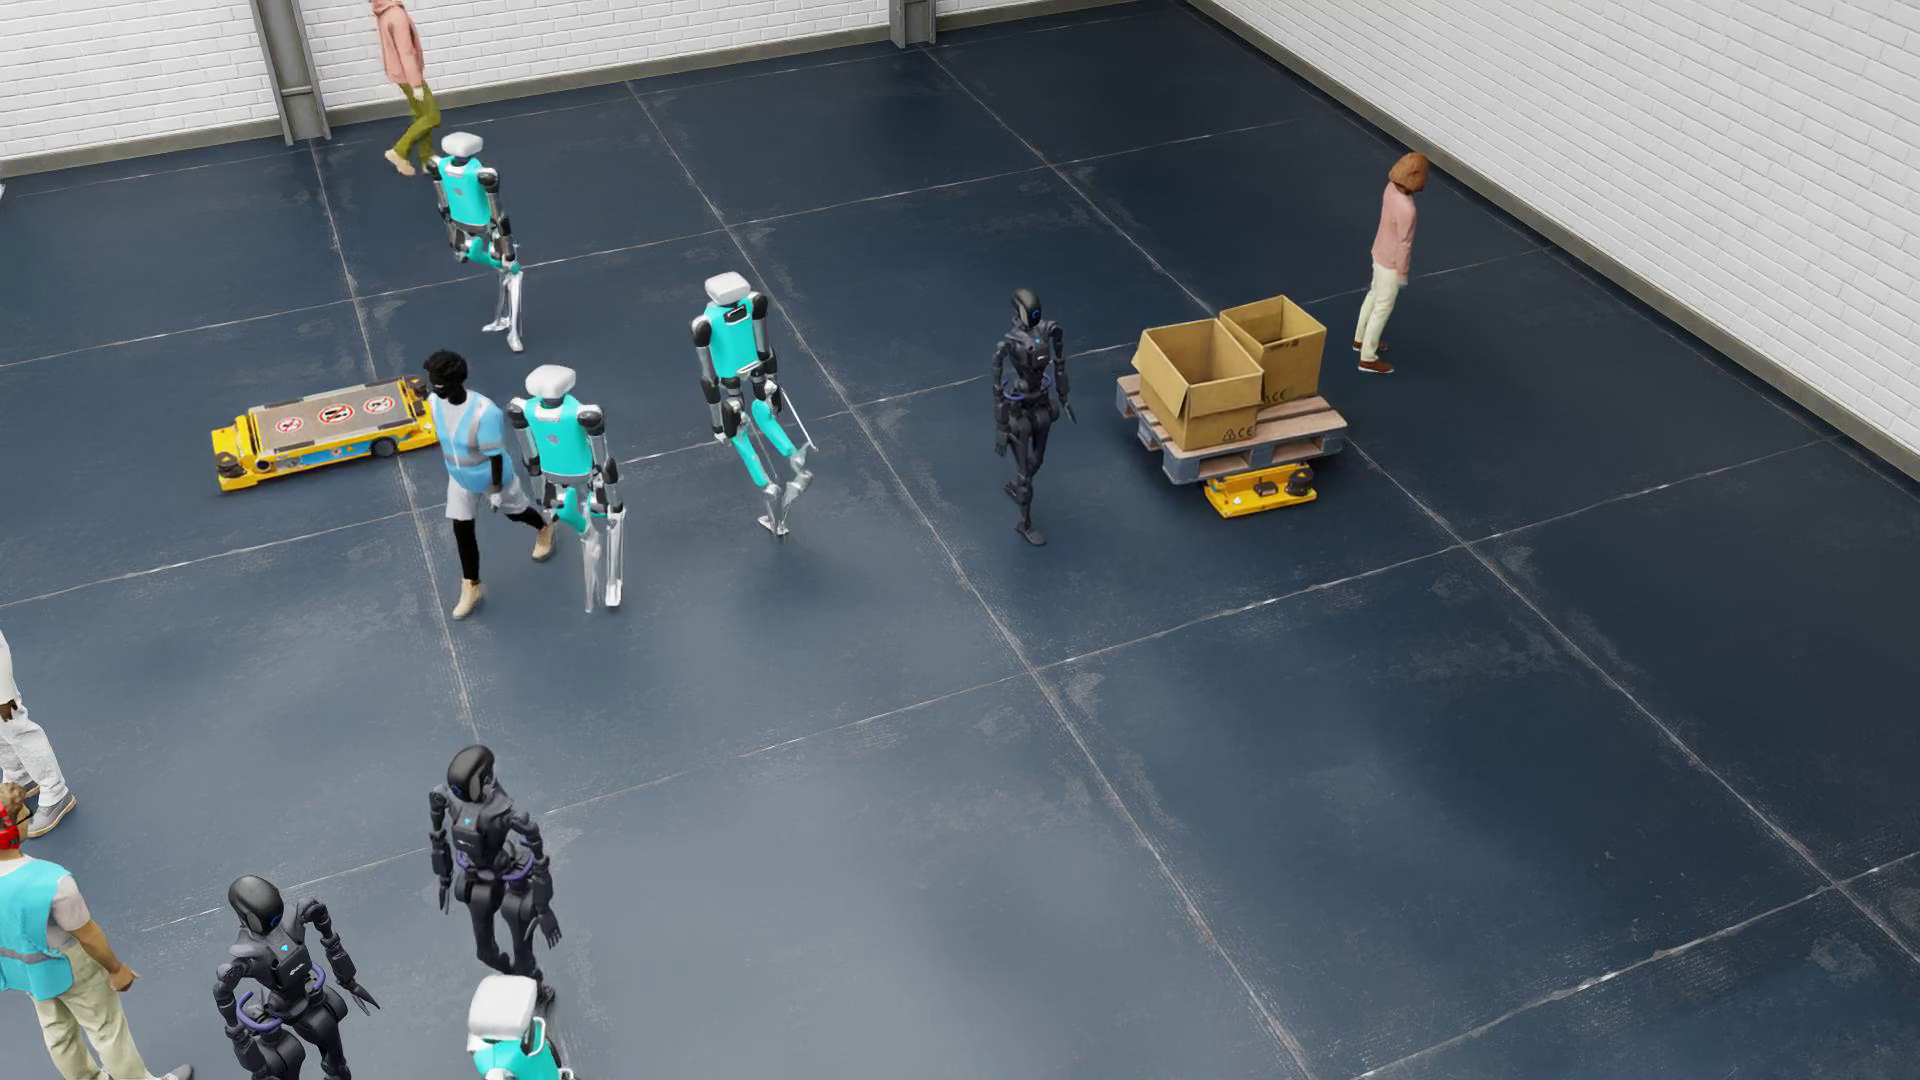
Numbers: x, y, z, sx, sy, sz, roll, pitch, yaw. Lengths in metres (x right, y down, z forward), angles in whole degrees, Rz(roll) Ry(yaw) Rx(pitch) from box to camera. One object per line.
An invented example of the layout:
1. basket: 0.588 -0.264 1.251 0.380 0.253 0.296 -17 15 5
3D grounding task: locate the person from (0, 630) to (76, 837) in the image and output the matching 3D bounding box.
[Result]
1. person: -4.798 0.662 8.089 0.573 1.882 0.357 19 41 23

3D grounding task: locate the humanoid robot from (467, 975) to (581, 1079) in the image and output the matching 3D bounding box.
1. humanoid robot: -1.213 2.219 6.188 0.973 1.759 0.530 -4 38 -5

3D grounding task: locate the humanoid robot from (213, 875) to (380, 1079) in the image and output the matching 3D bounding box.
1. humanoid robot: -2.626 1.914 6.616 0.315 1.654 0.599 20 42 24

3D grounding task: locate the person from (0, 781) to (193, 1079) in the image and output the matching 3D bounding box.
1. person: -3.666 1.726 6.740 0.563 1.837 0.396 8 38 10

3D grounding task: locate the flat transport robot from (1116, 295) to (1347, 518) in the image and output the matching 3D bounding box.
1. flat transport robot: 1.761 -0.663 11.137 0.659 0.231 1.431 -11 39 -14

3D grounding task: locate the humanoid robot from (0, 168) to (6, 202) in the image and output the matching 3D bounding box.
1. humanoid robot: -8.175 -3.453 13.569 0.545 1.737 0.968 0 38 0

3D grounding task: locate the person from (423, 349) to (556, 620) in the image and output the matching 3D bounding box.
1. person: -2.768 -0.420 9.679 0.530 1.654 0.864 14 40 17

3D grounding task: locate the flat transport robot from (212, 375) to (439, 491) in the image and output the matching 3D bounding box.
1. flat transport robot: -4.275 -0.736 11.232 1.431 0.231 0.659 -15 40 -19

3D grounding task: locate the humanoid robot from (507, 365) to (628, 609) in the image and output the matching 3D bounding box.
1. humanoid robot: -2.116 -0.291 9.511 0.543 1.856 0.744 6 38 8

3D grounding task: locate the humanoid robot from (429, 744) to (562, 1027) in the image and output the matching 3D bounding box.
1. humanoid robot: -1.997 1.495 7.170 0.601 1.641 0.323 11 39 14

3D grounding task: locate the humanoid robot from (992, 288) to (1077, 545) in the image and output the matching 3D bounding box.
1. humanoid robot: 0.439 -0.798 10.181 0.585 1.652 0.606 -25 44 -29

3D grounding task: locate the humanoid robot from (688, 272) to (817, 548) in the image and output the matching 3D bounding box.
1. humanoid robot: -1.176 -0.655 10.024 0.728 1.904 0.541 31 47 34

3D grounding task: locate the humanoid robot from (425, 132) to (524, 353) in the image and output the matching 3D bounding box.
1. humanoid robot: -3.315 -2.184 11.906 0.605 1.771 0.863 12 39 15

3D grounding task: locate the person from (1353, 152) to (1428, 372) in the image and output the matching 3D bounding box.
1. person: 3.038 -1.962 11.714 0.279 1.627 0.500 0 38 0

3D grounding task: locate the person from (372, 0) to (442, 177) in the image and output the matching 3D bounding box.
1. person: -4.710 -3.940 14.126 0.492 1.820 0.548 -18 41 -22
